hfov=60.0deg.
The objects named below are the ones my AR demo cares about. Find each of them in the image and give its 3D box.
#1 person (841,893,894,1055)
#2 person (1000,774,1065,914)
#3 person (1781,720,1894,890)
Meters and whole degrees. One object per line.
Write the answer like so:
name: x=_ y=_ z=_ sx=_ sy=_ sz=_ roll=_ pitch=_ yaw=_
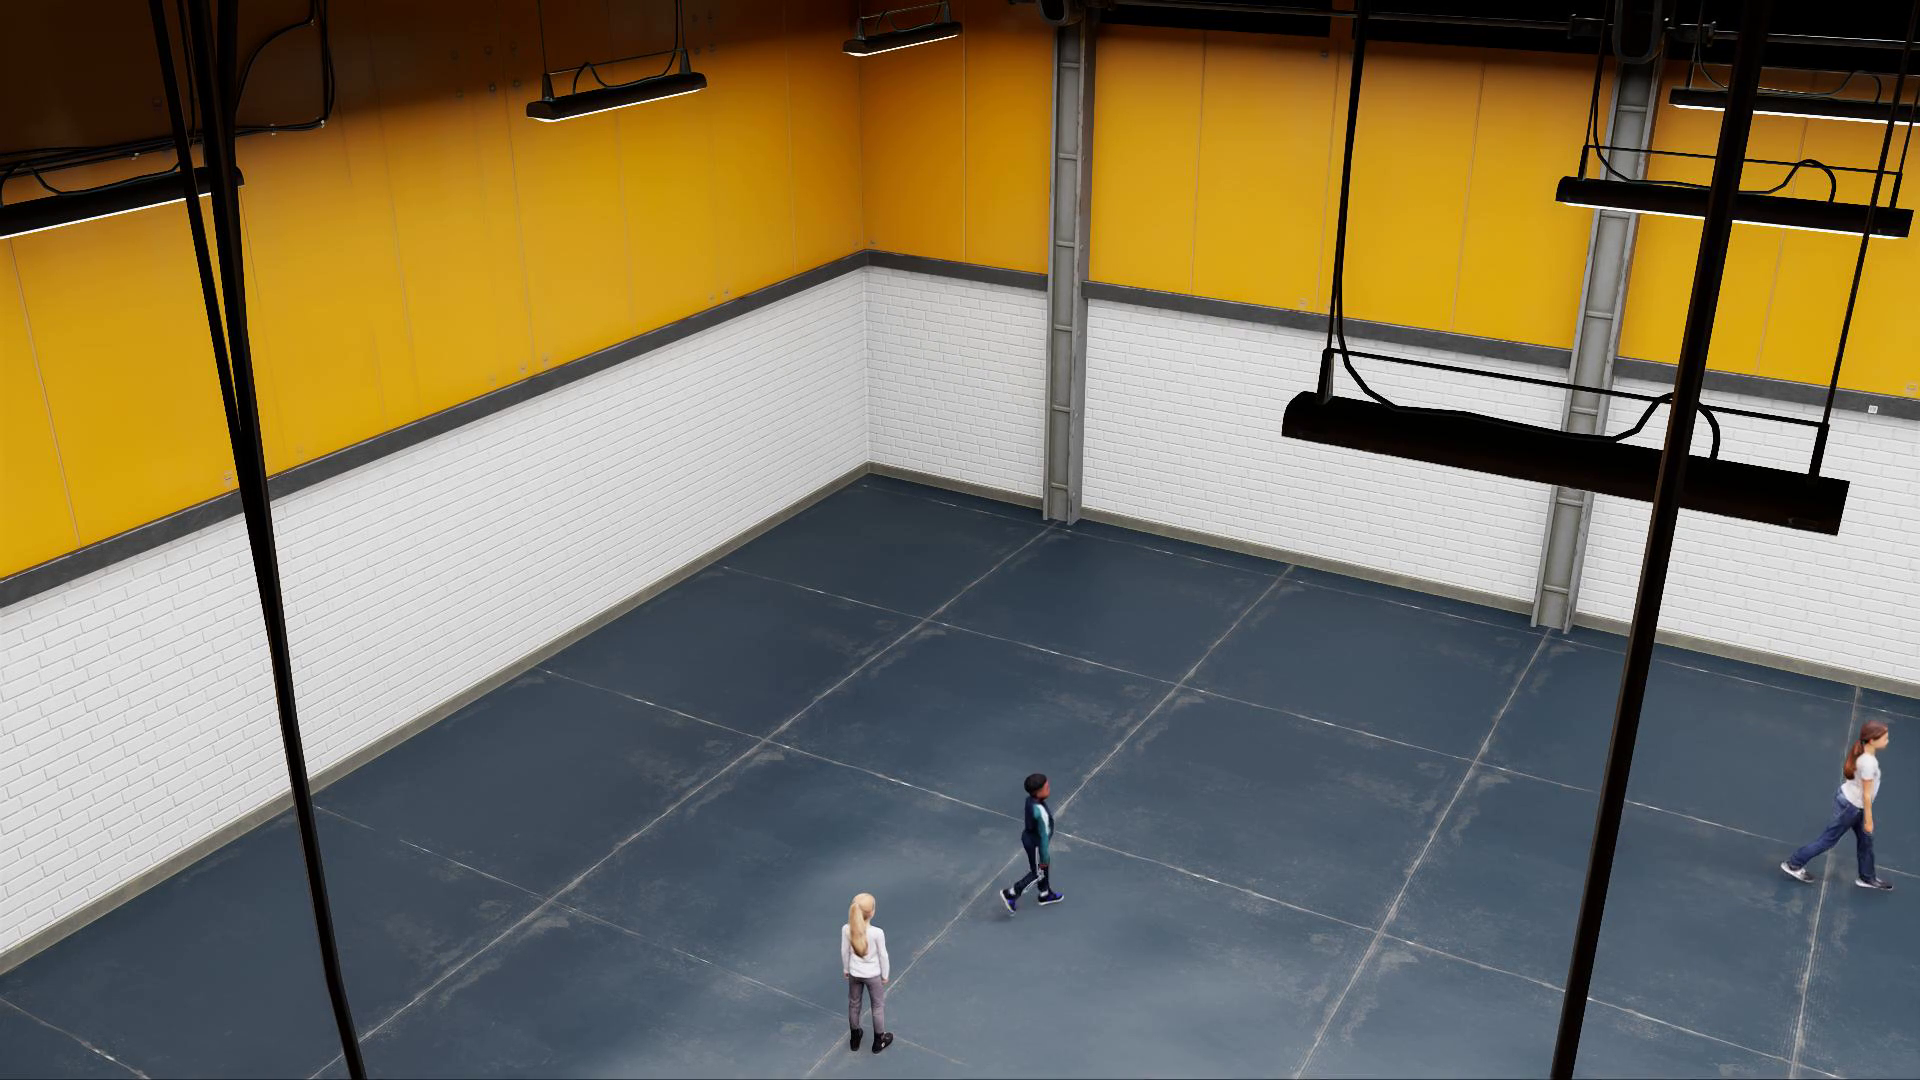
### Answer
person: x=-0.671 y=3.055 z=11.736 sx=0.497 sy=1.279 sz=0.598 roll=6 pitch=24 yaw=15
person: x=0.572 y=2.417 z=13.237 sx=0.855 sy=1.245 sz=0.789 roll=-6 pitch=24 yaw=-13
person: x=7.160 y=2.154 z=13.489 sx=1.103 sy=1.526 sz=0.665 roll=9 pitch=25 yaw=20
